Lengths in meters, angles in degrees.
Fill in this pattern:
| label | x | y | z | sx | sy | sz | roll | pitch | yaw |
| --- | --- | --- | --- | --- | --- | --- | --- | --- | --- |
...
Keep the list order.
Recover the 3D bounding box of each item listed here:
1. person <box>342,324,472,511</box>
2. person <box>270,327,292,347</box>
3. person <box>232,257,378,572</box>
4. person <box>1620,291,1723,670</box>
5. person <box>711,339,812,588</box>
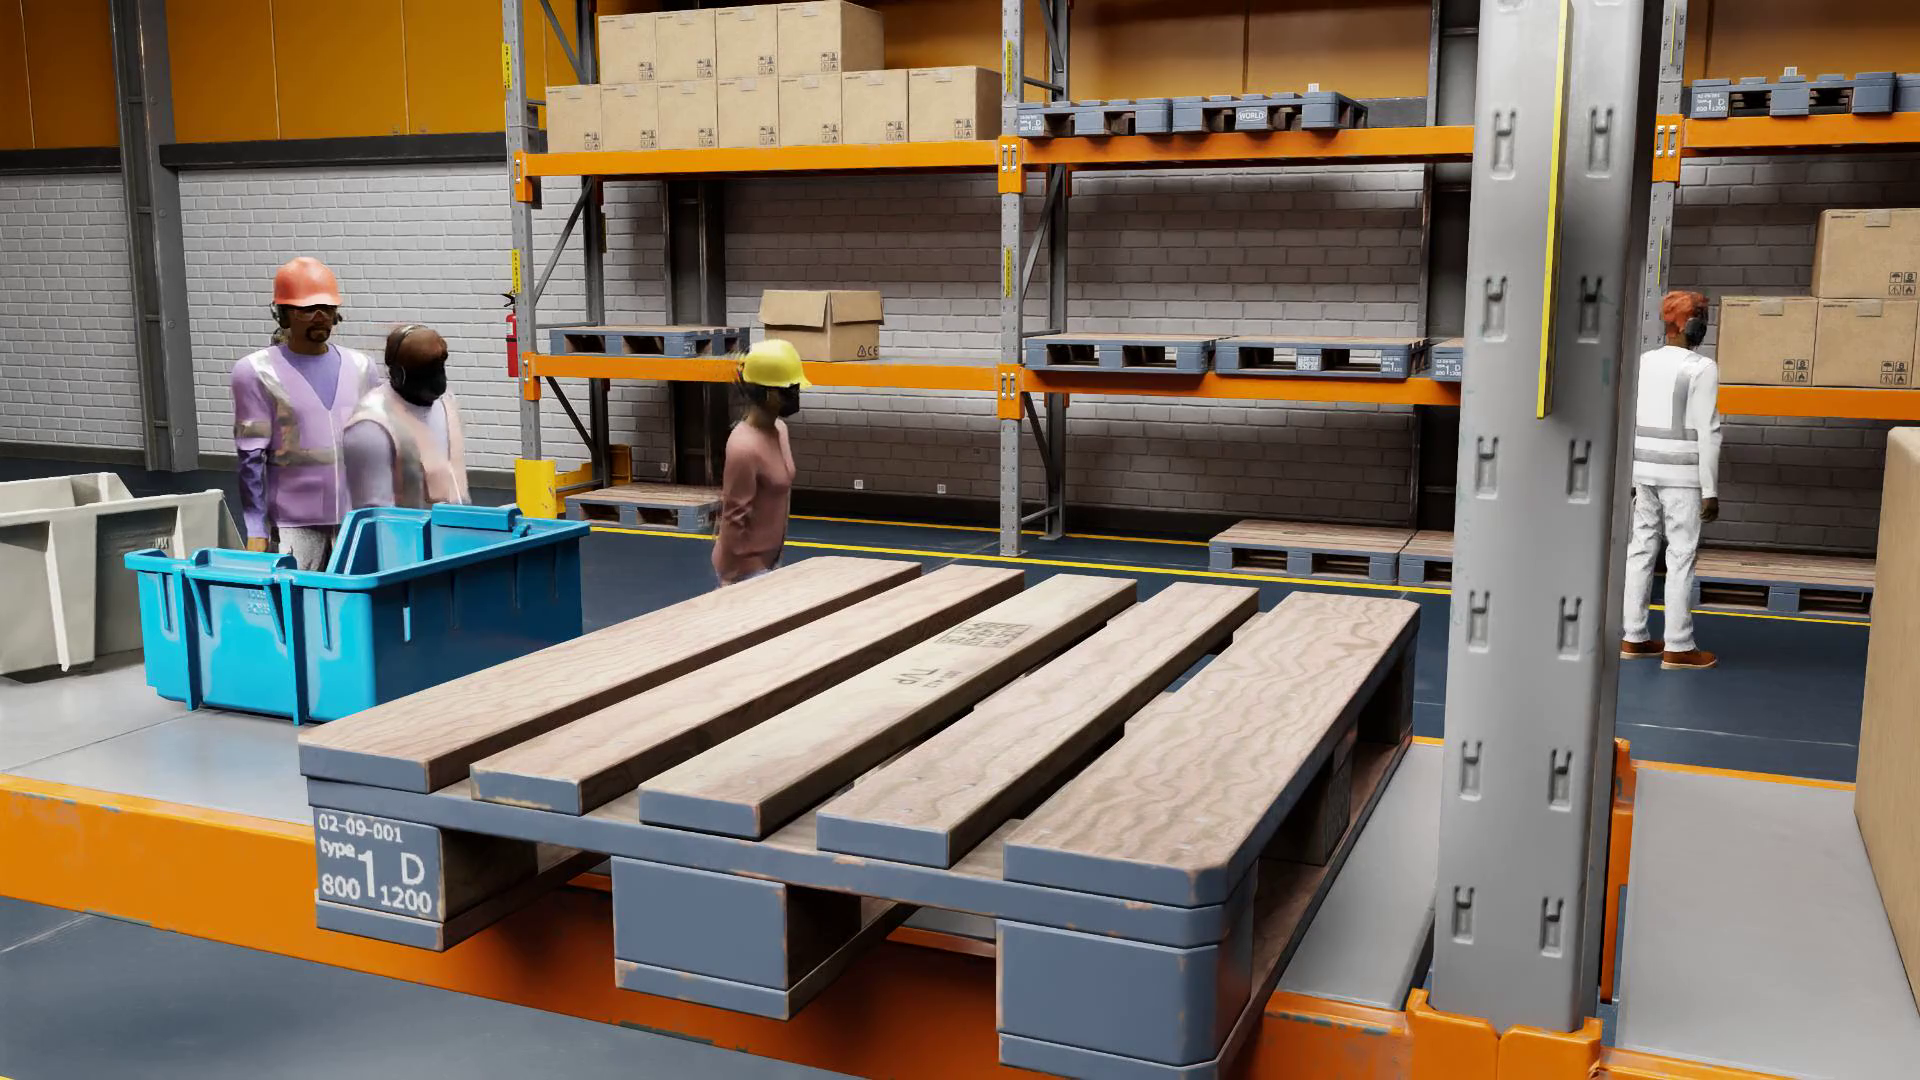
| label | x | y | z | sx | sy | sz | roll | pitch | yaw |
| --- | --- | --- | --- | --- | --- | --- | --- | --- | --- |
| person | -2.091 | 0.079 | 6.352 | 0.515 | 1.798 | 0.662 | 3 | 10 | 16 |
| person | -3.016 | -0.139 | 7.659 | 0.547 | 1.799 | 0.571 | -6 | 11 | -30 |
| person | -2.572 | -0.106 | 6.700 | 0.384 | 2.041 | 0.615 | 8 | 12 | 39 |
| person | 3.583 | -0.296 | 8.333 | 0.400 | 1.882 | 0.590 | -4 | 10 | -22 |
| person | -0.823 | 0.098 | 6.374 | 0.575 | 1.736 | 0.547 | 2 | 10 | 10 |
